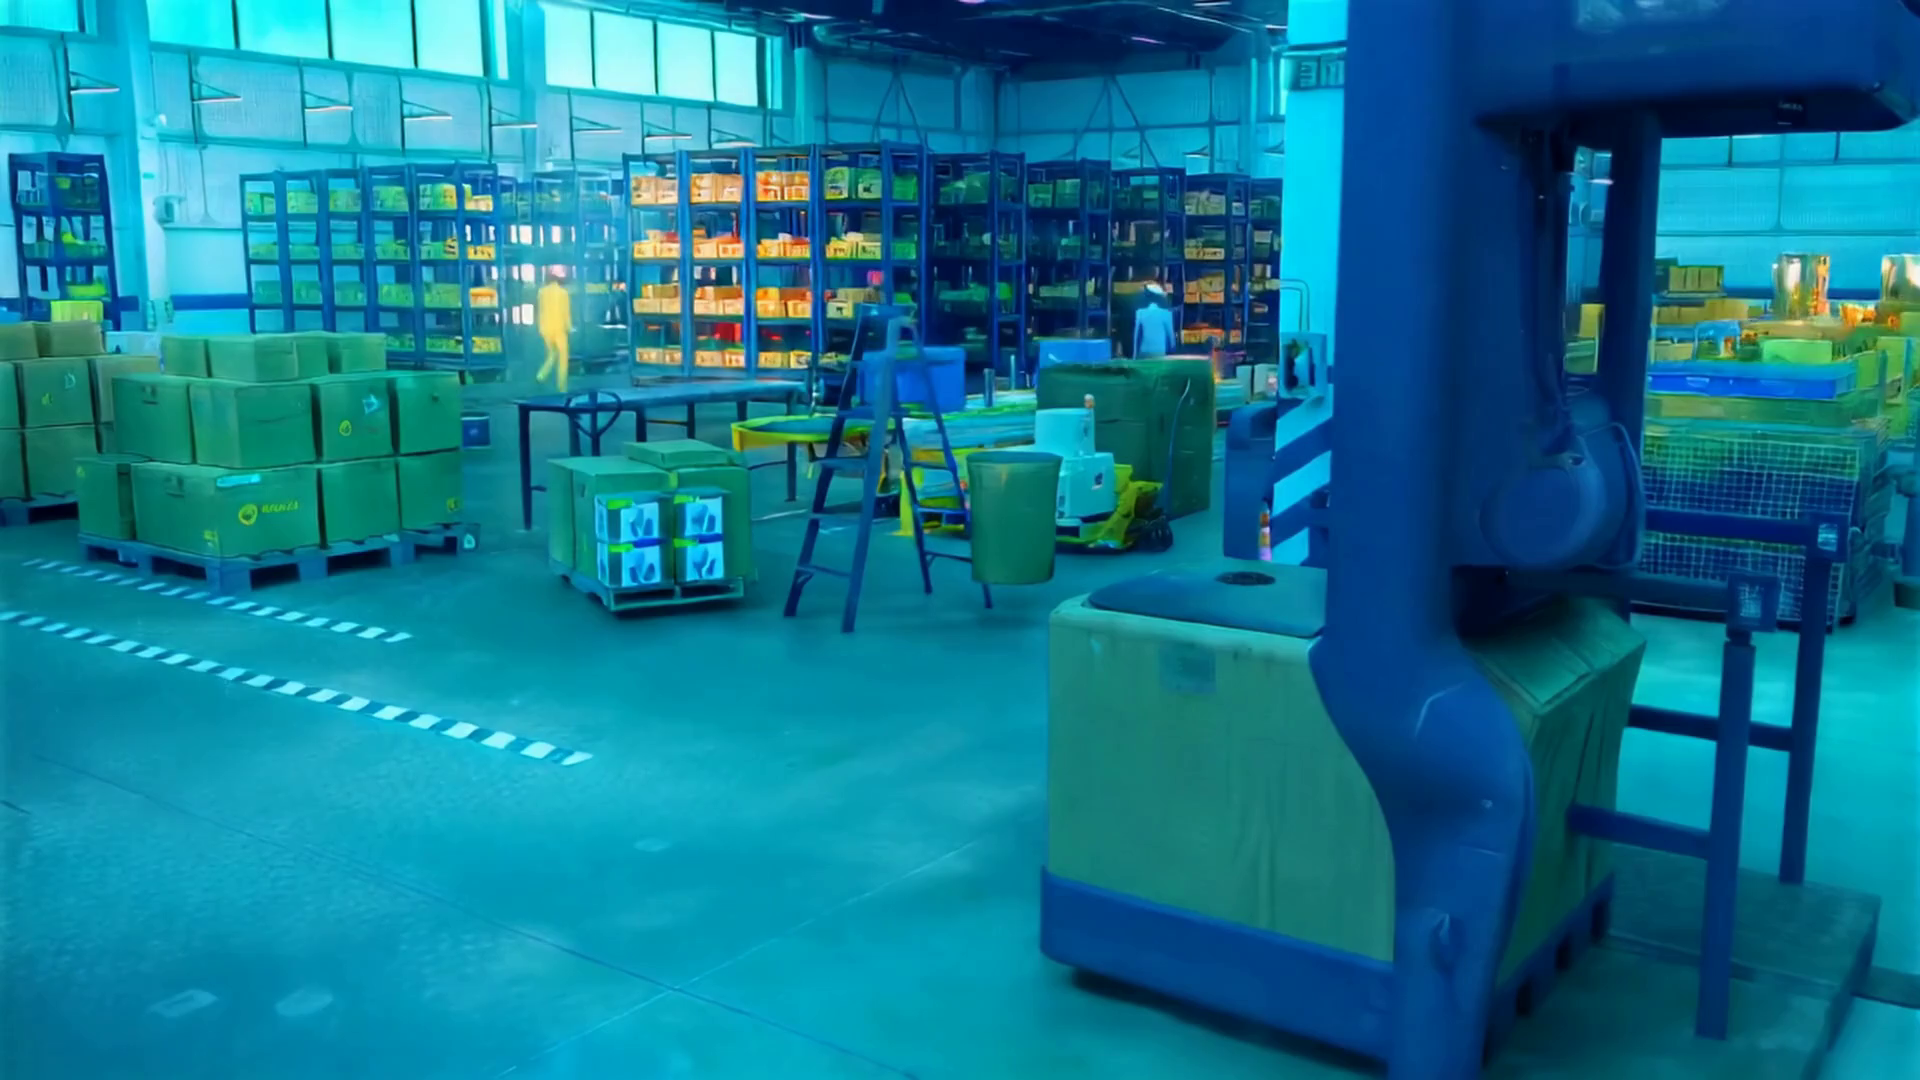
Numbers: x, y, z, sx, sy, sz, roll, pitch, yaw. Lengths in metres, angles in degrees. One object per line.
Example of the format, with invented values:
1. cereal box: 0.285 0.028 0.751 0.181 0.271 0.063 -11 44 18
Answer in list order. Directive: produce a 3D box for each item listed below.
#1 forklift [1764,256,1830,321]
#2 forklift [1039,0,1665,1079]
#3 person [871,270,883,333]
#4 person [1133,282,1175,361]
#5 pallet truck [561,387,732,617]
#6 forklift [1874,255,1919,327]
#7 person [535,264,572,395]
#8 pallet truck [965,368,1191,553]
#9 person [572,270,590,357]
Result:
1. forklift: 20.253 -5.854 40.139 1.157 1.987 2.680 7 12 35
2. forklift: 1.249 -0.137 4.360 1.873 2.768 1.129 7 12 35
3. person: -1.687 -4.521 33.584 0.404 1.829 0.600 1 10 6
4. person: 2.453 -2.361 20.952 0.536 1.750 0.398 7 12 38
5. pallet truck: -1.981 -0.274 10.088 0.680 1.201 1.601 -5 11 -28
6. forklift: 22.089 -5.634 38.796 1.157 1.987 2.680 6 11 33
7. person: -5.962 -3.057 24.427 0.637 1.975 0.538 5 11 27
8. pallet truck: 0.845 -0.609 11.869 1.630 1.274 0.653 7 12 35
9. person: -7.947 -4.725 34.784 0.388 1.837 0.564 6 11 30
